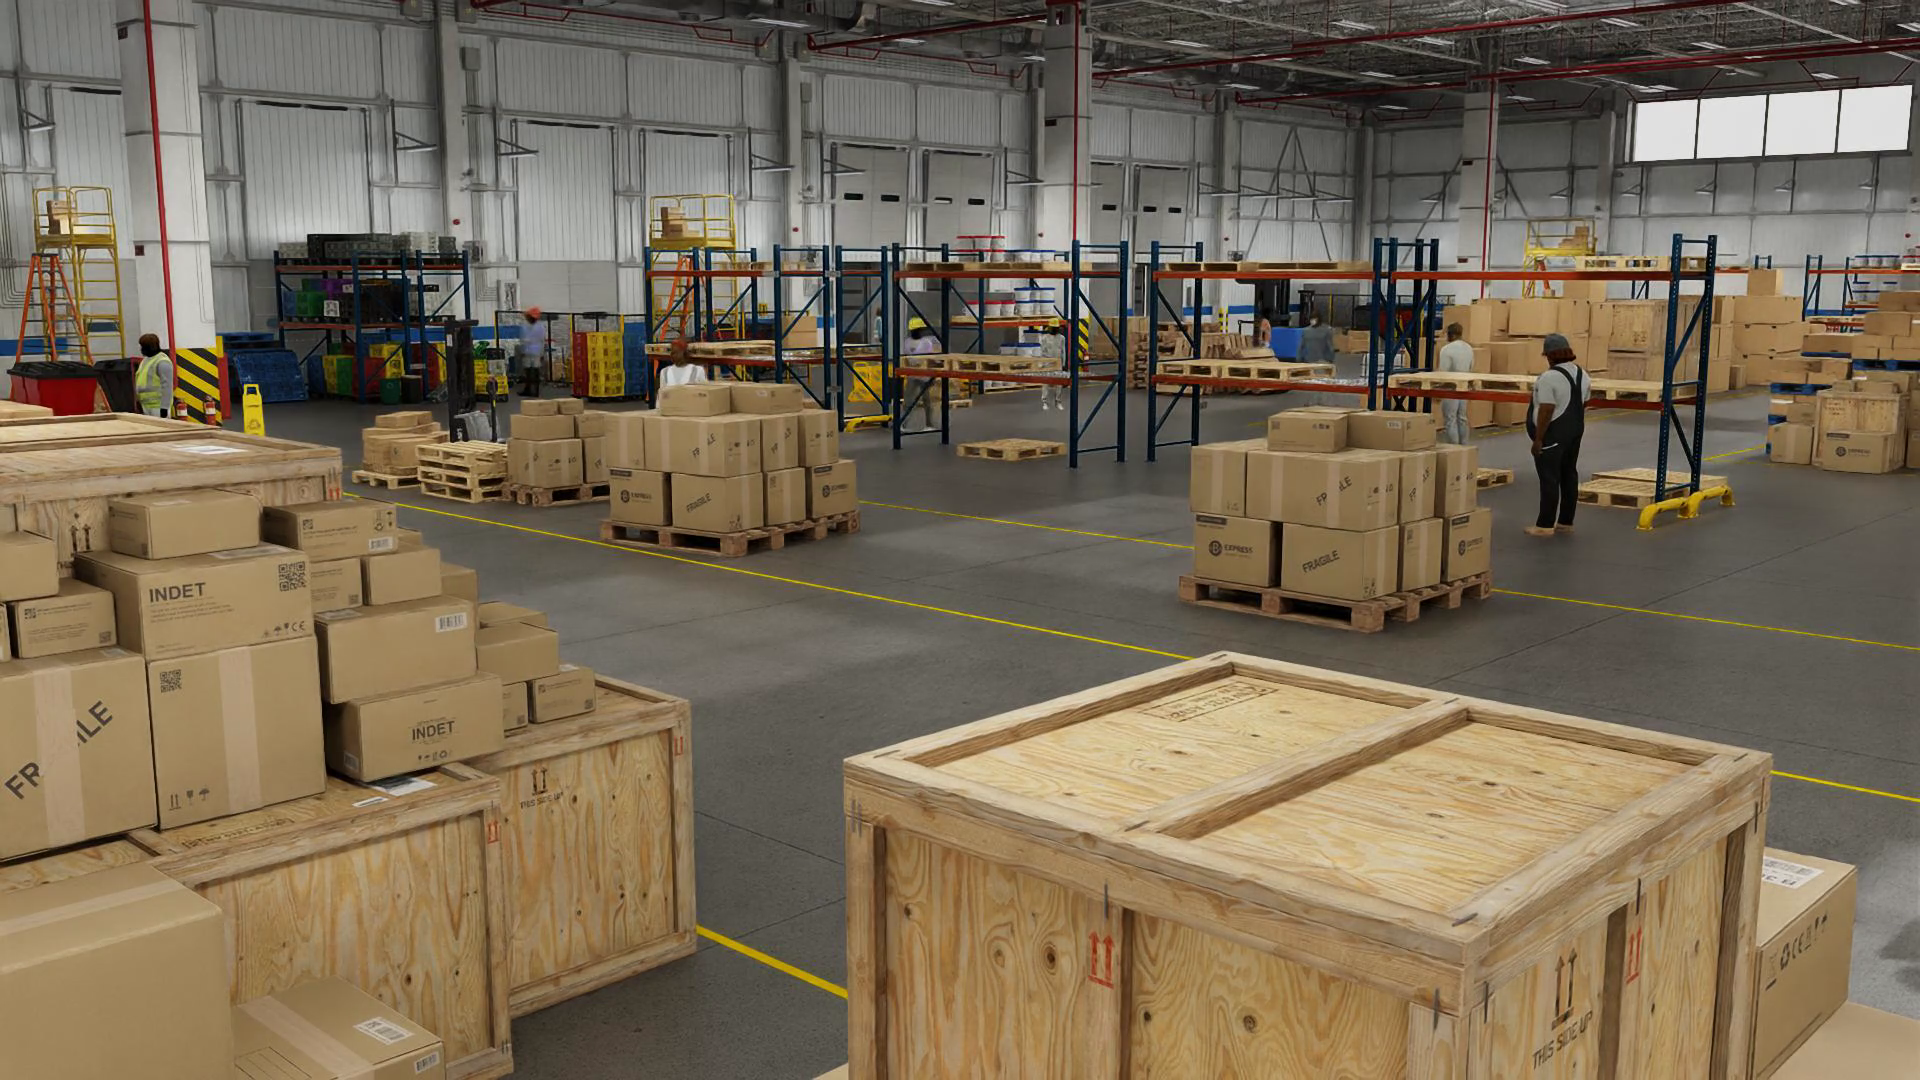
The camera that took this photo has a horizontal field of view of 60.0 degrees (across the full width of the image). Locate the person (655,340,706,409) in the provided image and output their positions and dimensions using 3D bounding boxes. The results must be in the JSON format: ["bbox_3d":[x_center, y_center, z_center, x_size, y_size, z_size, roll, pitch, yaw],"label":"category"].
[{"bbox_3d":[-3.255,-1.385,19.226,0.607,1.829,0.985,4,10,22],"label":"person"}]

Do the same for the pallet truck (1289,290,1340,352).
[{"bbox_3d":[11.297,-6.951,52.861,1.885,1.965,0.823,-5,11,-29],"label":"pallet truck"}]

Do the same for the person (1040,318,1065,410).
[{"bbox_3d":[1.754,-3.314,31.368,0.485,1.736,0.321,-2,10,-14],"label":"person"}]

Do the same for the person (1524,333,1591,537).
[{"bbox_3d":[5.907,-1.056,16.586,0.672,2.000,0.536,-6,11,-33],"label":"person"}]

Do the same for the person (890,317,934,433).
[{"bbox_3d":[-0.715,-2.619,26.668,0.616,1.870,0.990,7,11,36],"label":"person"}]

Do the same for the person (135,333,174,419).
[{"bbox_3d":[-10.297,-1.721,21.286,0.625,1.841,0.429,8,12,41],"label":"person"}]

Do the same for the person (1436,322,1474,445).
[{"bbox_3d":[6.857,-2.049,23.043,0.629,1.931,0.386,-7,12,-37],"label":"person"}]

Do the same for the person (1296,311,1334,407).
[{"bbox_3d":[6.424,-3.225,30.345,0.660,1.886,1.006,7,12,38],"label":"person"}]

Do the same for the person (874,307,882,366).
[{"bbox_3d":[-2.140,-5.385,44.387,0.320,1.632,0.525,0,9,-2],"label":"person"}]

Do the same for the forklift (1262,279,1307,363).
[{"bbox_3d":[8.557,-6.090,44.881,1.873,2.768,1.129,9,13,43],"label":"forklift"}]

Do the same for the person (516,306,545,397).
[{"bbox_3d":[-8.863,-3.879,34.367,0.651,1.888,0.495,2,9,11],"label":"person"}]

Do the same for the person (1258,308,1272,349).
[{"bbox_3d":[7.685,-5.030,42.065,0.387,1.674,0.555,1,9,8],"label":"person"}]

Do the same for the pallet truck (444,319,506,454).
[{"bbox_3d":[-6.981,-1.942,22.150,1.885,1.965,0.823,1,9,9],"label":"pallet truck"}]
